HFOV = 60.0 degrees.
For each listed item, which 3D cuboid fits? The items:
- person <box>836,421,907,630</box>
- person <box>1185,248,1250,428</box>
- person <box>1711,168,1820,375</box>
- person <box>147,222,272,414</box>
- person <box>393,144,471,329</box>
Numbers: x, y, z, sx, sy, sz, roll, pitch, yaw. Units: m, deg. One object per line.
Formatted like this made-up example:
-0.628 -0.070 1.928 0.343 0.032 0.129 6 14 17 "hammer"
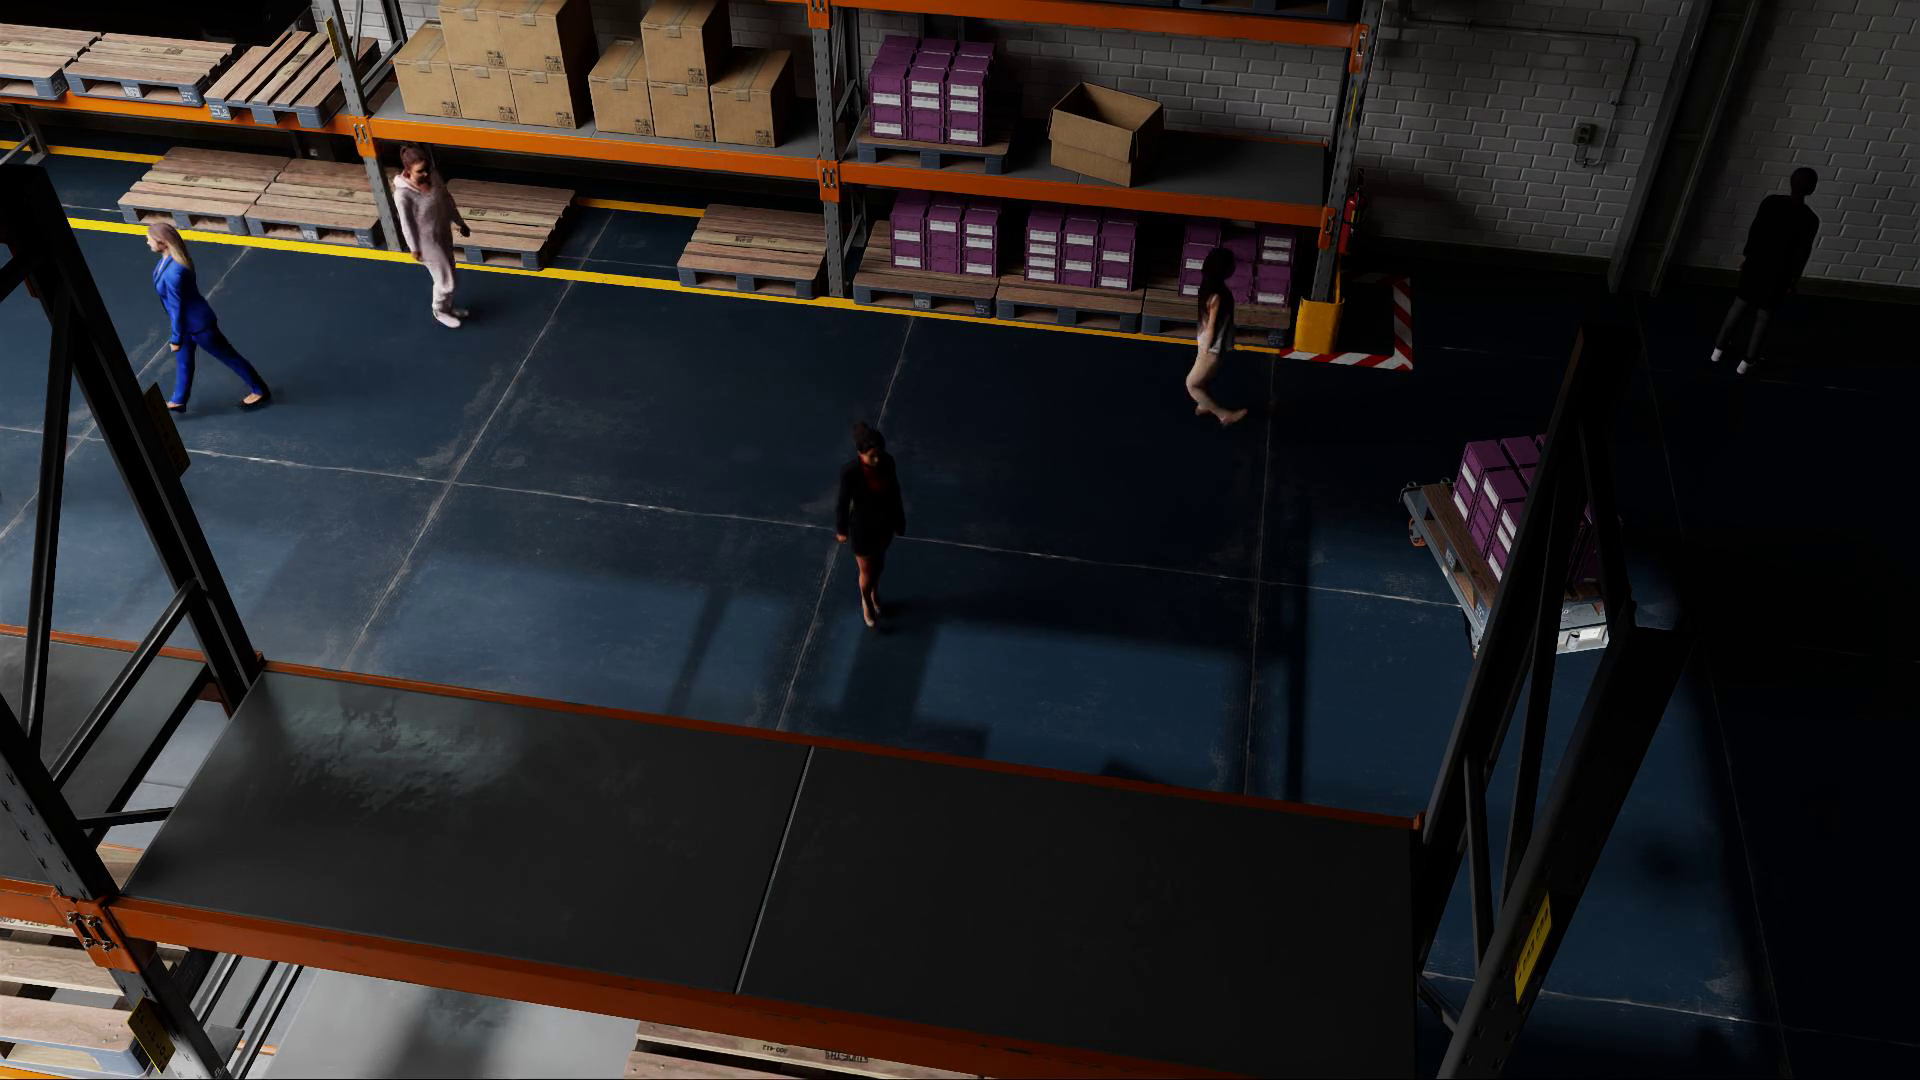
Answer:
-0.621 -0.122 10.950 0.730 1.628 0.794 -22 48 -22 "person"
1.993 -1.466 12.344 0.724 1.652 0.588 5 44 5 "person"
6.275 -2.094 12.924 0.783 1.762 0.717 -27 50 -26 "person"
-5.643 -1.649 12.528 1.181 1.662 1.048 -20 47 -20 "person"
-4.321 -2.452 13.366 0.630 1.668 0.707 10 45 11 "person"
